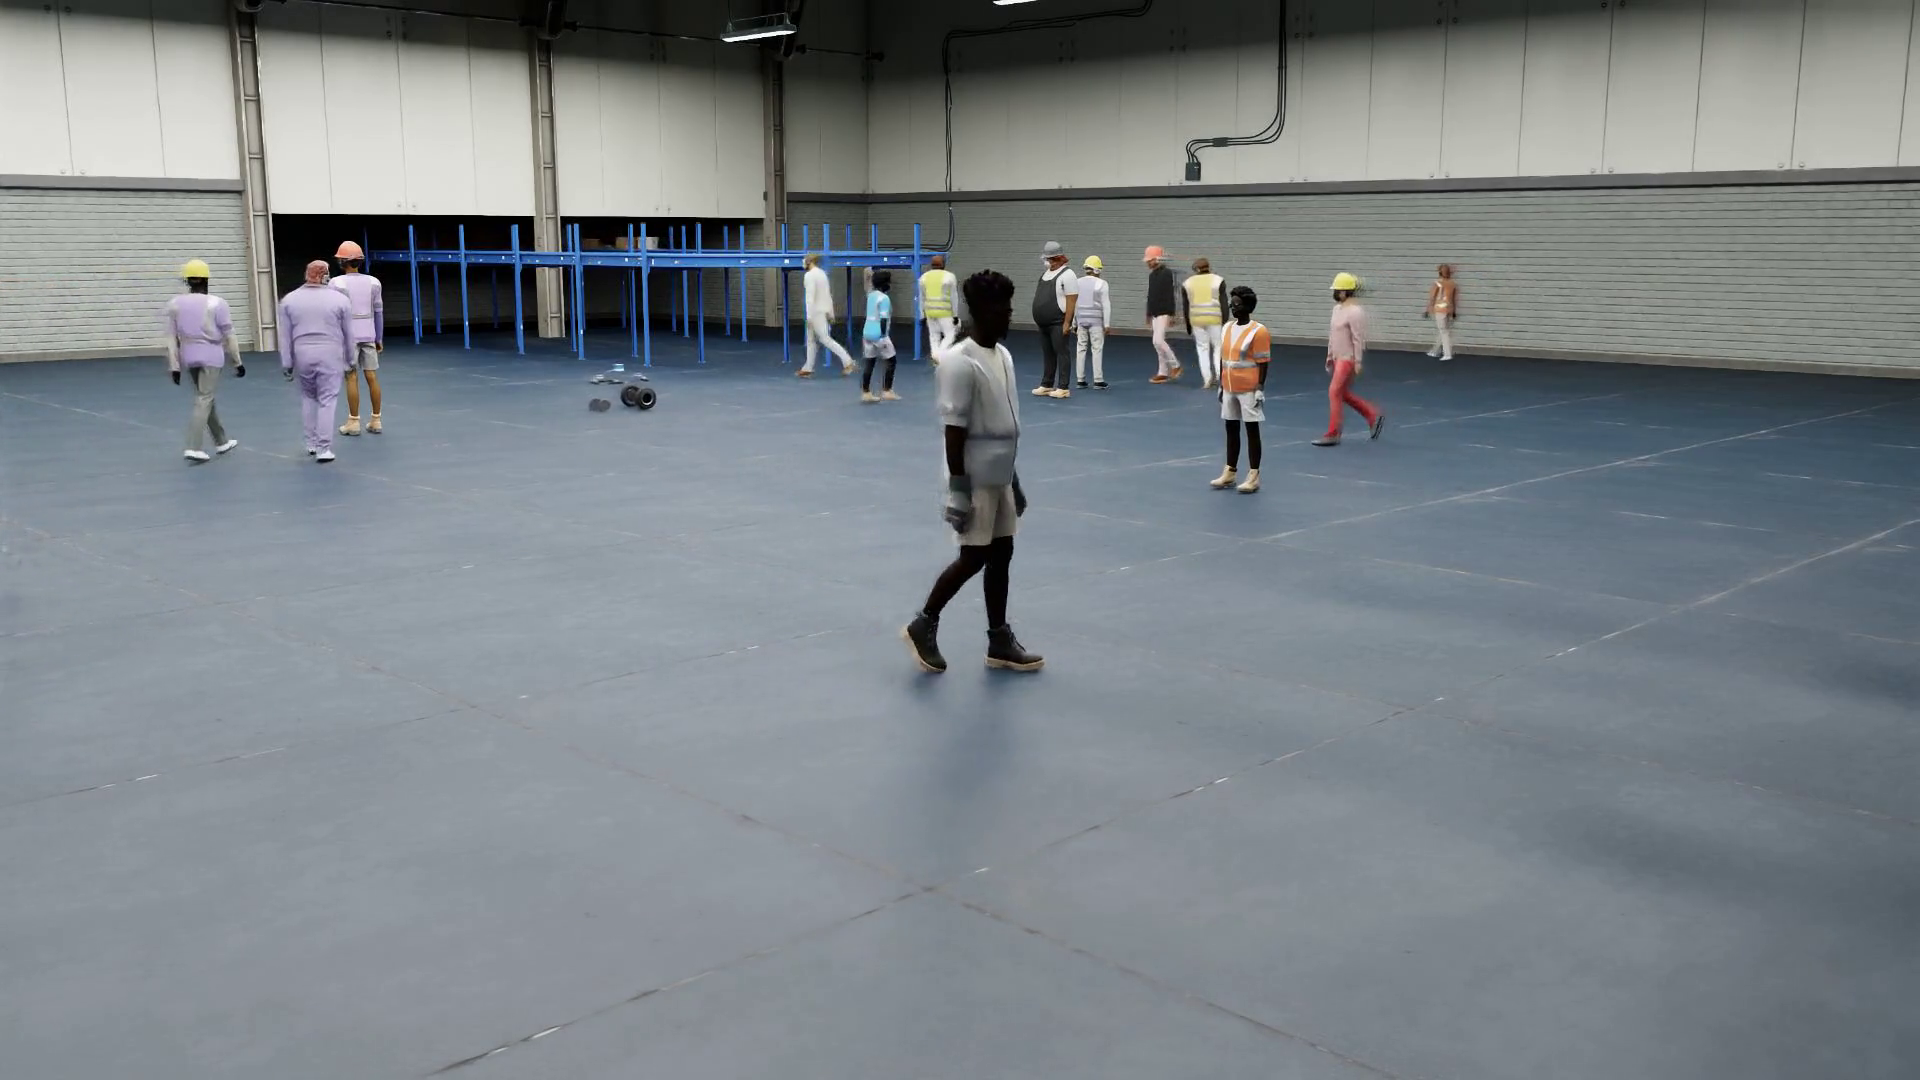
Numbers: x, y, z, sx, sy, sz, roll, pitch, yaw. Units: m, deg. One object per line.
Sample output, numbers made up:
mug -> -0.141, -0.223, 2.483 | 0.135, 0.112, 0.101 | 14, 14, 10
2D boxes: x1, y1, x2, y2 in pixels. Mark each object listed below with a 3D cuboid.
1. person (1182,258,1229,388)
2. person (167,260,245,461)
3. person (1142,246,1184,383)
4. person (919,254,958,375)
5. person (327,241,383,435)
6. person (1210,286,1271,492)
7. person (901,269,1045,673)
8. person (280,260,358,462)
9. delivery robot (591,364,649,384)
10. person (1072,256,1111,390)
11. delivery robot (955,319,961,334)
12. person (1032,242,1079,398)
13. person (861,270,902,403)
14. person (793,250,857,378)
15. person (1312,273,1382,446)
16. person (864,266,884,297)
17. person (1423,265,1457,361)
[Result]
person -> 3.414, -3.014, 23.130 | 0.674, 1.800, 0.434 | 4, 11, 20
person -> -7.182, -1.707, 15.805 | 0.592, 1.876, 1.011 | 2, 11, 10
person -> 2.846, -3.227, 23.841 | 0.483, 1.961, 0.642 | -3, 11, -16
person -> -0.325, -3.429, 25.292 | 0.645, 1.831, 0.507 | 5, 12, 27
person -> -6.456, -2.157, 17.767 | 0.358, 2.047, 0.615 | 9, 14, 40
person -> 2.337, -1.252, 13.790 | 0.322, 1.697, 0.535 | -7, 13, -34
person -> 0.090, -0.329, 8.087 | 0.564, 1.969, 0.656 | 5, 12, 26
person -> -6.047, -1.701, 15.769 | 0.650, 1.870, 0.810 | -1, 10, -6
delivery robot -> -4.162, -2.039, 20.353 | 0.698, 0.223, 0.335 | -8, 13, -36
person -> 1.819, -3.007, 22.997 | 0.595, 1.828, 0.403 | 7, 12, 33
delivery robot -> -0.221, -4.483, 34.378 | 0.477, 0.478, 0.707 | -3, 11, -16
person -> 1.208, -2.878, 21.839 | 0.536, 2.000, 0.672 | -6, 12, -31
person -> -0.975, -2.566, 21.020 | 0.611, 1.672, 0.559 | -6, 12, -30
person -> -2.011, -3.352, 24.738 | 0.963, 1.898, 0.659 | 3, 11, 14
person -> 3.956, -1.834, 16.848 | 0.725, 1.742, 0.527 | -2, 11, -9
person -> -2.045, -5.967, 39.679 | 0.497, 1.632, 0.285 | -1, 10, -4
person -> 8.118, -3.849, 28.198 | 0.527, 1.598, 0.826 | -6, 12, -28
